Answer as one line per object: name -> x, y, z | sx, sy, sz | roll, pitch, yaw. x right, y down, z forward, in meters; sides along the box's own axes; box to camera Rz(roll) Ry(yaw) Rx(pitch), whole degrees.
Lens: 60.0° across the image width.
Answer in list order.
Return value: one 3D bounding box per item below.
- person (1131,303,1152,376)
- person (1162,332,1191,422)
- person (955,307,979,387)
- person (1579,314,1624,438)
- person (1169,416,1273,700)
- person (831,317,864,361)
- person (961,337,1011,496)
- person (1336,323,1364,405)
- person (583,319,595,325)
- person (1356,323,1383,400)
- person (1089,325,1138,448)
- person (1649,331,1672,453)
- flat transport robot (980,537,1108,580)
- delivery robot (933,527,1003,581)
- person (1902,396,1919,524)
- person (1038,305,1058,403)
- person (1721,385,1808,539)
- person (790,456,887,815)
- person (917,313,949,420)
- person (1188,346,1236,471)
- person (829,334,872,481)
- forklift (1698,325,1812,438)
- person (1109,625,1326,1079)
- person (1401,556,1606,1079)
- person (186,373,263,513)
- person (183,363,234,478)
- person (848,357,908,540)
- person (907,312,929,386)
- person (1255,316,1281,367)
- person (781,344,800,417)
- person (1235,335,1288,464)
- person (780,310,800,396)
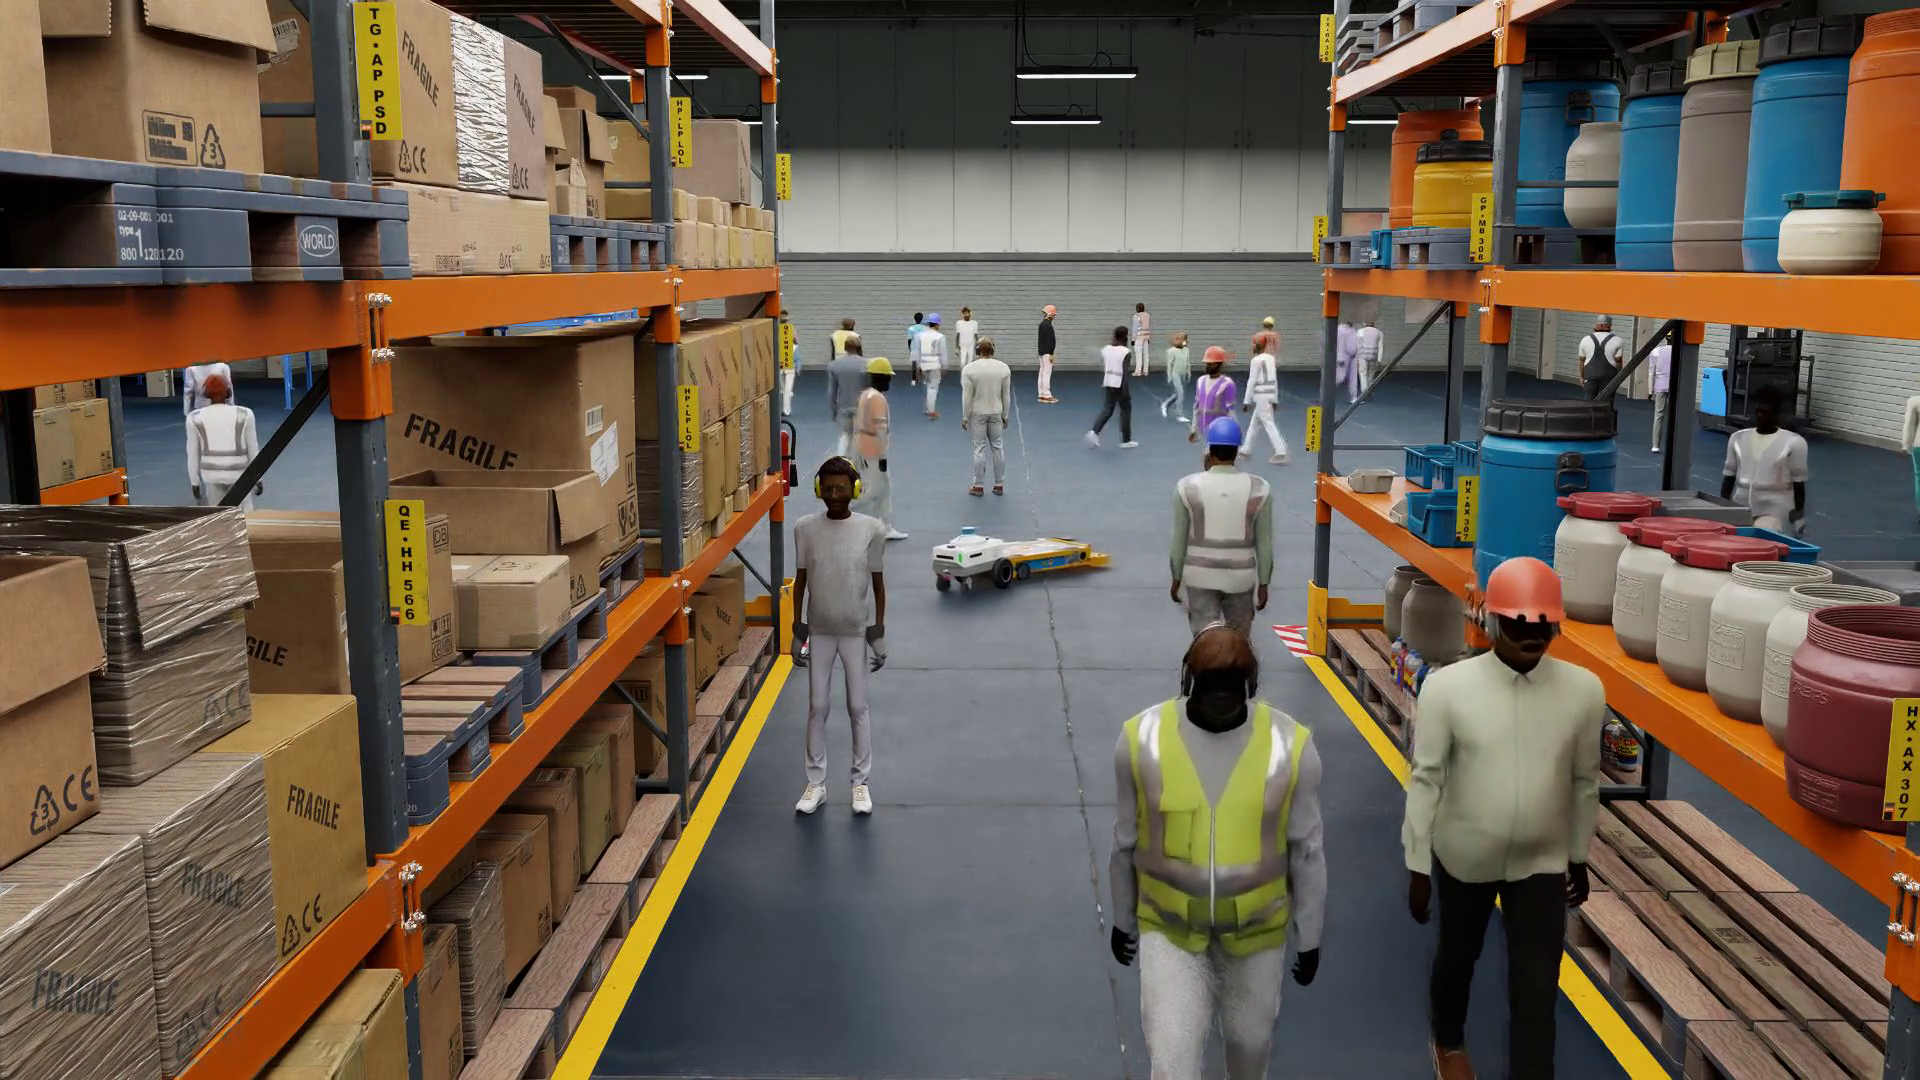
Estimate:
person -> 4.550, -5.059, 41.964 | 0.624, 1.838, 0.430 | -8, 12, -38
person -> 3.912, -2.957, 30.073 | 0.501, 1.609, 0.704 | -8, 12, -39
person -> 0.176, -4.372, 37.809 | 0.556, 1.846, 0.461 | -1, 10, -6
person -> 10.473, -2.667, 27.145 | 0.679, 2.000, 0.536 | 6, 11, 31
person -> 1.571, 0.220, 10.071 | 0.608, 1.932, 0.450 | 0, 9, 2
person -> -2.093, -3.296, 31.442 | 0.648, 1.822, 0.513 | 5, 11, 28
person -> 0.312, -1.523, 20.471 | 0.628, 1.939, 0.375 | -3, 10, -18
person -> 7.798, -3.700, 33.686 | 0.648, 1.885, 0.798 | -9, 13, -44
person -> -6.213, -2.774, 28.076 | 0.681, 1.893, 0.459 | -2, 10, -12
person -> 8.493, -3.813, 34.607 | 0.582, 1.806, 0.859 | 1, 9, 3
person -> 2.379, -2.362, 25.643 | 0.845, 1.895, 0.592 | -8, 12, -39
person -> 10.638, -2.263, 24.953 | 0.597, 1.928, 0.377 | 6, 11, 30
flat transport robot -> 0.635, 0.162, 15.495 | 1.431, 0.197, 0.652 | -7, 12, -37
delivery robot -> 0.071, 0.130, 14.559 | 0.477, 0.478, 0.707 | 7, 12, 35
person -> 10.638, -1.039, 18.222 | 0.534, 1.726, 0.917 | 7, 12, 37
person -> 1.798, -3.817, 34.068 | 0.394, 1.987, 0.608 | -3, 10, -16
person -> 6.227, -0.252, 12.912 | 1.010, 1.923, 0.609 | -7, 12, -35
person -> -0.634, 0.490, 8.620 | 0.509, 1.872, 0.329 | 1, 10, 4
person -> -0.452, -3.176, 30.406 | 0.642, 1.923, 0.608 | 8, 12, 40
person -> 2.991, -1.302, 19.275 | 0.948, 1.908, 0.537 | -7, 12, -36
person -> -1.366, -1.718, 21.688 | 0.634, 1.924, 0.430 | 4, 10, 22
forklift -> 13.248, -3.165, 27.620 | 1.129, 2.768, 1.873 | 0, 9, 1
person -> 0.763, 1.130, 4.982 | 0.642, 1.811, 0.858 | 1, 10, 9
person -> 1.737, 0.998, 5.362 | 0.647, 1.949, 1.039 | 1, 9, 4
person -> -6.570, -0.556, 14.879 | 0.613, 1.872, 0.410 | -3, 10, -19
person -> -9.768, -1.682, 21.583 | 0.573, 1.879, 1.001 | -1, 10, -5
person -> -0.947, -0.923, 17.027 | 0.765, 1.902, 0.589 | -2, 10, -10
person -> -0.956, -4.413, 38.509 | 0.535, 1.697, 0.318 | -1, 10, -8
person -> 6.280, -3.689, 34.011 | 0.536, 1.756, 0.433 | 7, 12, 37
person -> -3.260, -3.069, 30.752 | 0.543, 1.585, 0.872 | 2, 10, 12
person -> 4.322, -2.017, 23.789 | 1.011, 1.832, 0.597 | 7, 12, 37
person -> -3.799, -4.055, 36.072 | 0.539, 1.843, 0.955 | -6, 11, -32
